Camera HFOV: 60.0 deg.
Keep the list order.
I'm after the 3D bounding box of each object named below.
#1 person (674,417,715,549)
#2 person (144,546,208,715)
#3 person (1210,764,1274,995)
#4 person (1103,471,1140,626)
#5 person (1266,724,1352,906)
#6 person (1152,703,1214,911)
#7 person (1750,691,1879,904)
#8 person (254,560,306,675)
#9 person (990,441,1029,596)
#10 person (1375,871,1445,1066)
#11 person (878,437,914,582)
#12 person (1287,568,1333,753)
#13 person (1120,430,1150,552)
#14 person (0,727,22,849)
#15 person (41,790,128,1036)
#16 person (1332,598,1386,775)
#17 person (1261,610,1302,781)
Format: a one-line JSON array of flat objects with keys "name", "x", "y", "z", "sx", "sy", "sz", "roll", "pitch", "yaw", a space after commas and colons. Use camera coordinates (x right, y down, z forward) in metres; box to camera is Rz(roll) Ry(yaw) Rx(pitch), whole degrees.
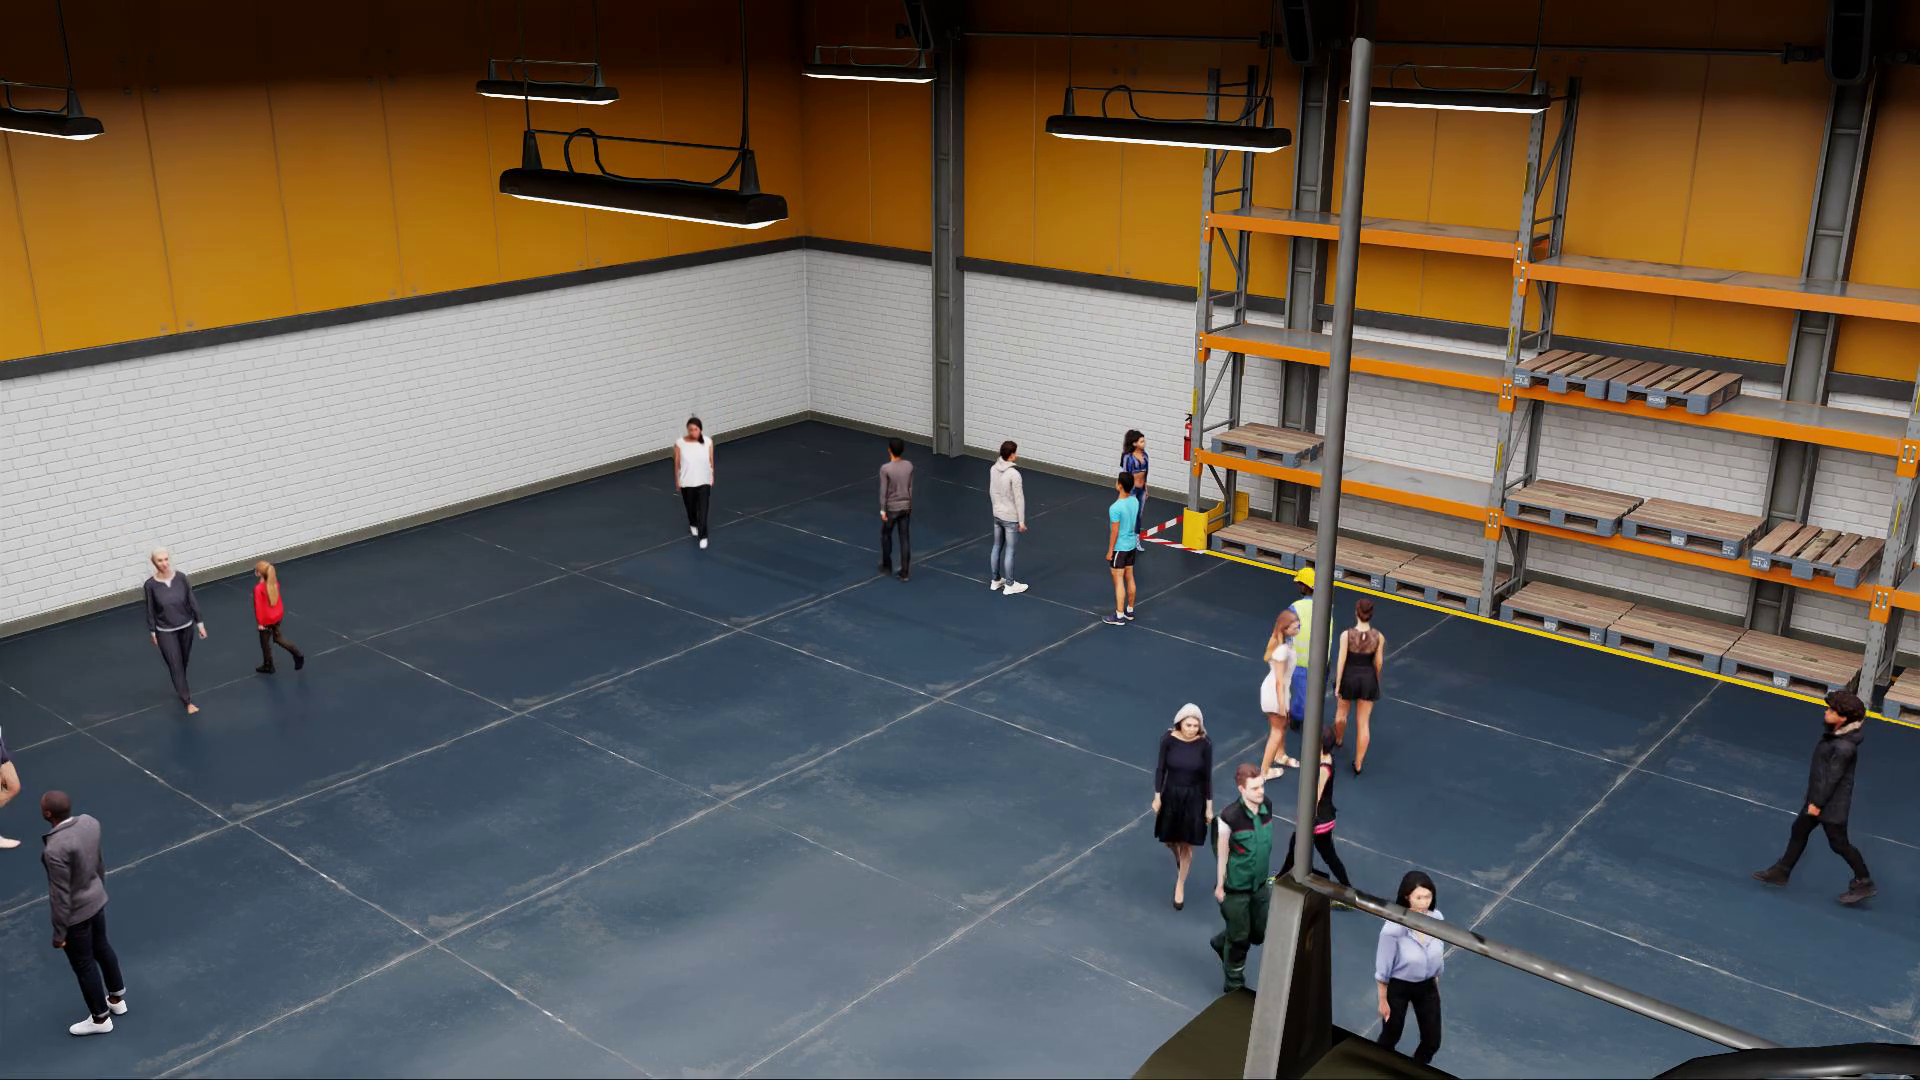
[{"name": "person", "x": -3.439, "y": -0.782, "z": 21.640, "sx": 1.082, "sy": 1.657, "sz": 1.156, "roll": -2, "pitch": 19, "yaw": -7}, {"name": "person", "x": -7.913, "y": 0.865, "z": 16.704, "sx": 1.089, "sy": 1.684, "sz": 0.678, "roll": 18, "pitch": 25, "yaw": 42}, {"name": "person", "x": 1.970, "y": 2.409, "z": 11.889, "sx": 0.770, "sy": 1.832, "sz": 0.884, "roll": -12, "pitch": 22, "yaw": -31}, {"name": "person", "x": 1.857, "y": 0.087, "z": 18.872, "sx": 0.497, "sy": 1.776, "sz": 0.610, "roll": 15, "pitch": 24, "yaw": 38}, {"name": "person", "x": 2.883, "y": 2.186, "z": 13.052, "sx": 1.091, "sy": 1.511, "sz": 0.859, "roll": 4, "pitch": 19, "yaw": 13}, {"name": "person", "x": 1.758, "y": 2.053, "z": 13.106, "sx": 0.906, "sy": 1.730, "sz": 0.916, "roll": 3, "pitch": 19, "yaw": 8}, {"name": "person", "x": 6.931, "y": 2.051, "z": 13.079, "sx": 1.216, "sy": 1.752, "sz": 0.942, "roll": 5, "pitch": 19, "yaw": 14}, {"name": "person", "x": -7.205, "y": 0.829, "z": 17.463, "sx": 0.860, "sy": 1.269, "sz": 0.680, "roll": 5, "pitch": 19, "yaw": 15}, {"name": "person", "x": 0.541, "y": -0.282, "z": 19.856, "sx": 0.759, "sy": 1.847, "sz": 0.555, "roll": -16, "pitch": 24, "yaw": -39}, {"name": "person", "x": 2.838, "y": 2.865, "z": 10.700, "sx": 0.814, "sy": 1.727, "sz": 0.859, "roll": -4, "pitch": 19, "yaw": -13}, {"name": "person", "x": -0.728, "y": -0.351, "z": 20.215, "sx": 0.838, "sy": 1.748, "sz": 0.952, "roll": 17, "pitch": 25, "yaw": 40}, {"name": "person", "x": 3.300, "y": 1.182, "z": 15.638, "sx": 0.990, "sy": 1.765, "sz": 1.259, "roll": -8, "pitch": 20, "yaw": -21}, {"name": "person", "x": 2.231, "y": -0.617, "z": 21.228, "sx": 0.665, "sy": 1.607, "sz": 0.628, "roll": -13, "pitch": 23, "yaw": -35}, {"name": "person", "x": -8.226, "y": 1.832, "z": 13.902, "sx": 0.795, "sy": 1.640, "sz": 0.726, "roll": -4, "pitch": 19, "yaw": -11}, {"name": "person", "x": -6.066, "y": 2.554, "z": 11.486, "sx": 0.809, "sy": 1.815, "sz": 0.804, "roll": 2, "pitch": 19, "yaw": 5}, {"name": "person", "x": 3.665, "y": 1.362, "z": 15.278, "sx": 0.997, "sy": 1.653, "sz": 0.964, "roll": 2, "pitch": 19, "yaw": 5}, {"name": "person", "x": 2.839, "y": 1.418, "z": 15.086, "sx": 0.850, "sy": 1.670, "sz": 0.846, "roll": 0, "pitch": 19, "yaw": 1}]
